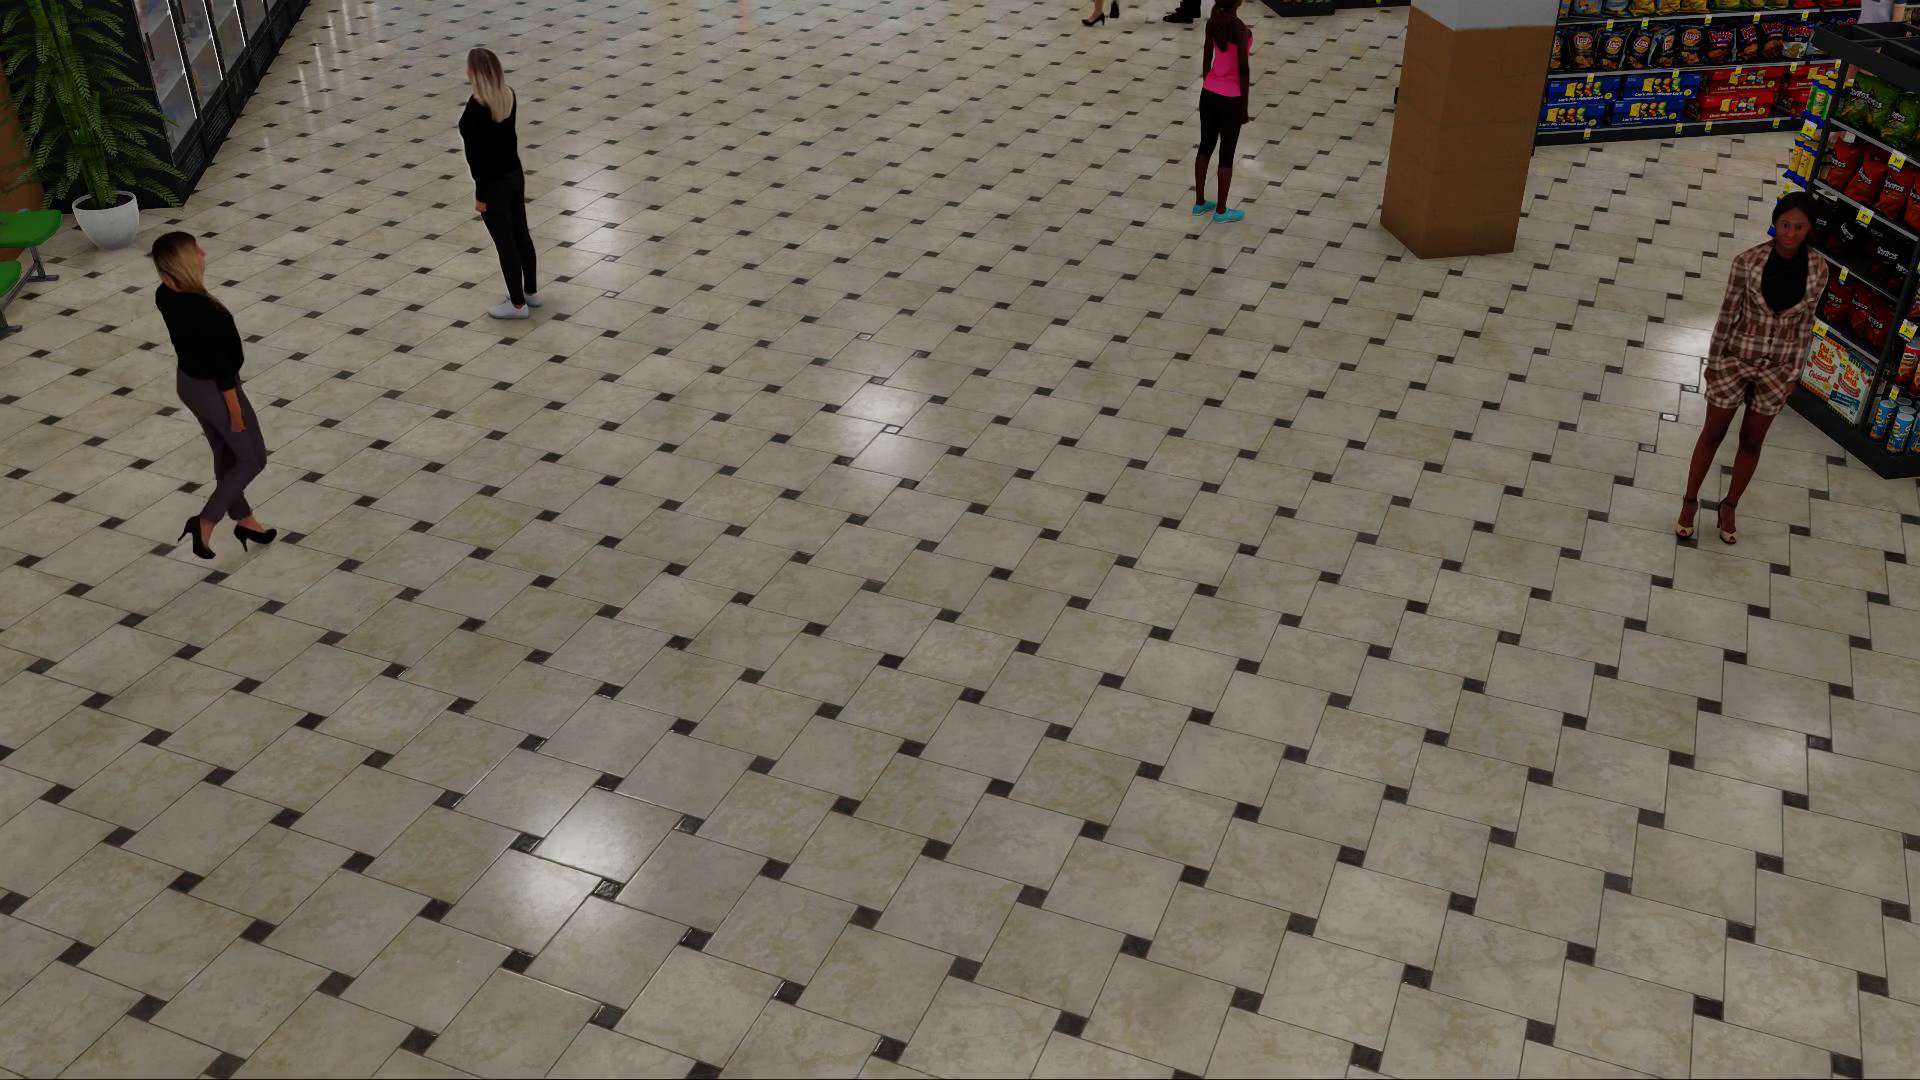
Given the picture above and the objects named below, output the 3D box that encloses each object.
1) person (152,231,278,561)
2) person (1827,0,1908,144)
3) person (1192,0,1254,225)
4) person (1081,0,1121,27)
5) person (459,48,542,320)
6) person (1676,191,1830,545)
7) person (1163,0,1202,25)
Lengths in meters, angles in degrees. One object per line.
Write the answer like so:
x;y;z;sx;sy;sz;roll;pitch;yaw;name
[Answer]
-3.557;-0.609;7.753;0.829;1.656;0.891;21;38;30;person
7.093;-3.864;12.937;0.534;1.706;0.605;-3;32;-5;person
1.839;-3.095;11.688;0.678;1.720;0.645;-22;38;-31;person
1.499;-5.870;16.207;0.632;1.656;0.869;-18;36;-26;person
-2.826;-2.189;10.262;0.676;1.687;0.682;9;33;13;person
3.777;-0.802;7.932;0.624;1.794;0.731;8;33;13;person
2.267;-6.060;16.278;0.801;1.904;0.760;18;36;26;person
